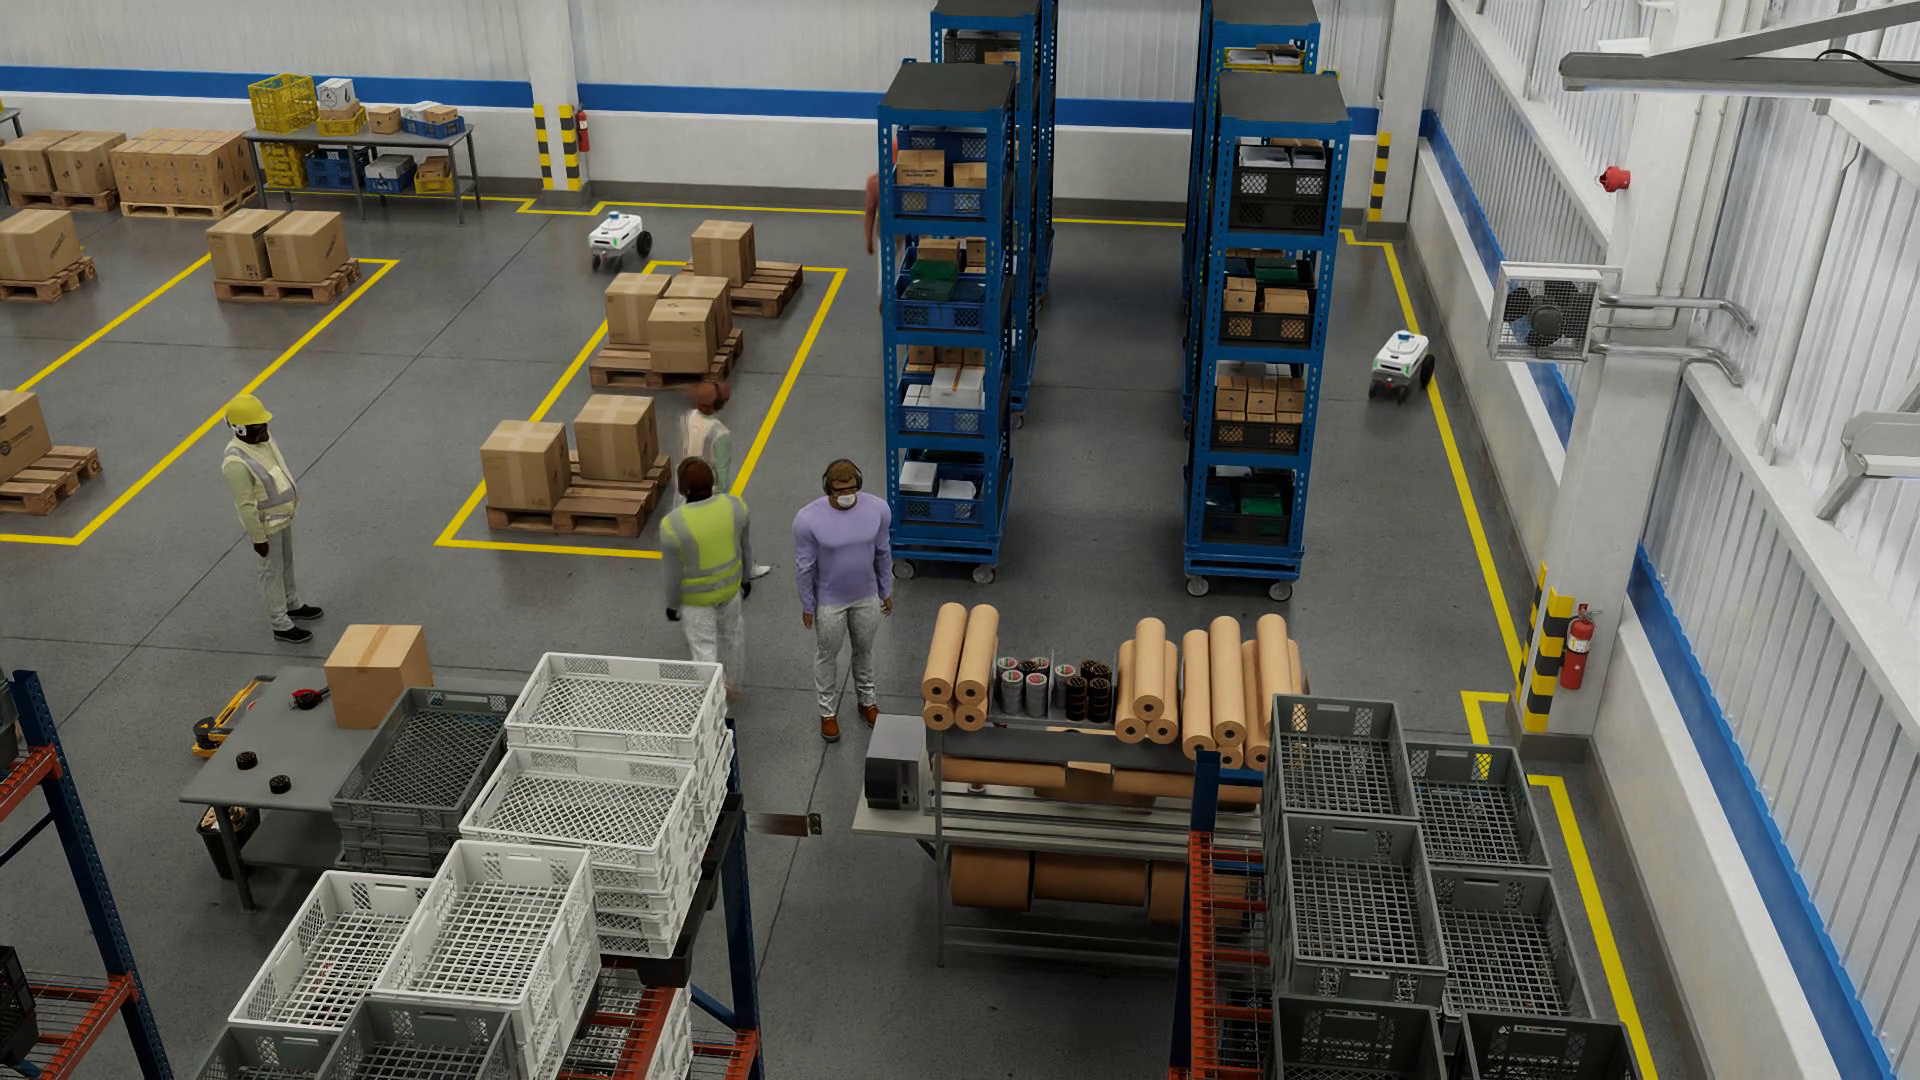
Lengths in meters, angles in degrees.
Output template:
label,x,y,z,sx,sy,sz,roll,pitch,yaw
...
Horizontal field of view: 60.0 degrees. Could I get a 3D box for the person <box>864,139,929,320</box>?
label,x,y,z,sx,sy,sz,roll,pitch,yaw
person,-0.598,-2.923,15.997,0.628,1.969,0.603,-4,30,-6

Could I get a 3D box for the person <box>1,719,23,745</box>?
label,x,y,z,sx,sy,sz,roll,pitch,yaw
person,-6.210,0.580,10.240,0.540,1.695,0.317,17,34,26

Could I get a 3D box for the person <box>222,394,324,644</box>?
label,x,y,z,sx,sy,sz,roll,pitch,yaw
person,-4.719,-0.162,11.383,0.404,1.831,0.600,-2,30,-3

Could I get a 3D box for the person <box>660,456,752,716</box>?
label,x,y,z,sx,sy,sz,roll,pitch,yaw
person,-1.603,0.304,10.579,0.632,1.840,0.429,-22,37,-32

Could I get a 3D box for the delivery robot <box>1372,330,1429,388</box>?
label,x,y,z,sx,sy,sz,roll,pitch,yaw
delivery robot,4.014,-1.667,15.138,0.477,0.478,0.707,15,34,24

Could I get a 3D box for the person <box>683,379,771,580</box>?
label,x,y,z,sx,sy,sz,roll,pitch,yaw
person,-1.829,-0.385,12.002,0.722,1.606,0.550,-22,37,-33

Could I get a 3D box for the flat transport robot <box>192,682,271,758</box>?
label,x,y,z,sx,sy,sz,roll,pitch,yaw
flat transport robot,-4.089,1.163,10.648,1.431,0.197,0.652,3,30,6

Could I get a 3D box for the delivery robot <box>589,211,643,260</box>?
label,x,y,z,sx,sy,sz,roll,pitch,yaw
delivery robot,-3.711,-3.303,17.949,0.477,0.478,0.707,8,31,13

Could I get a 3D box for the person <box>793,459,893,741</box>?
label,x,y,z,sx,sy,sz,roll,pitch,yaw
person,-0.708,0.356,10.390,0.630,1.940,0.372,-12,32,-20
